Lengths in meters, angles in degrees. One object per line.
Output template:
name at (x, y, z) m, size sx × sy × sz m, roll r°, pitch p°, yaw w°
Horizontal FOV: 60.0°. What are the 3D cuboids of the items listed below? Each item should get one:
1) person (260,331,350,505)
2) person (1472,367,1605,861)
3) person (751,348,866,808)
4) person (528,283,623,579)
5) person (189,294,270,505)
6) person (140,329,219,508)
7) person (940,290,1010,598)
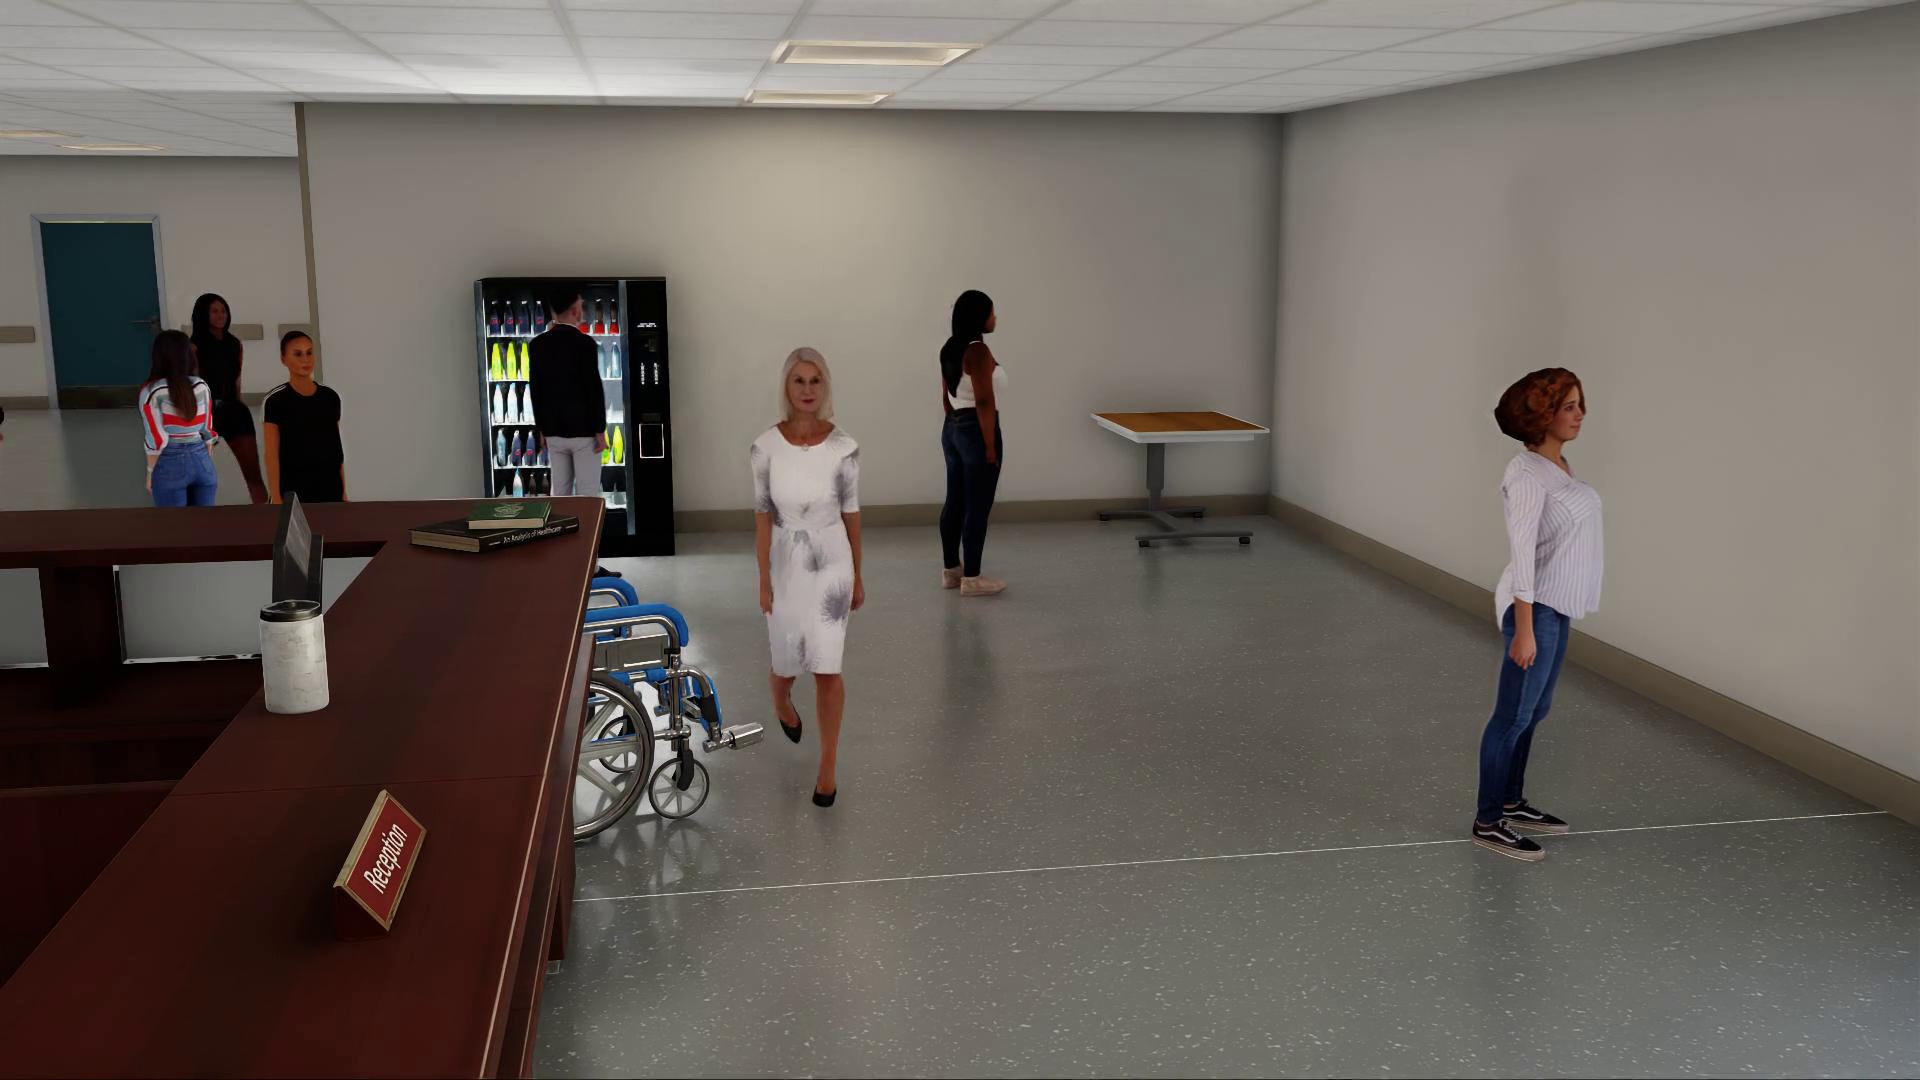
person at (-3.332, -0.232, 8.471) m, size 0.726 × 1.669 × 0.651 m, roll 9°, pitch 14°, yaw 39°
person at (2.031, 0.233, 5.909) m, size 0.805 × 1.711 × 0.744 m, roll 7°, pitch 13°, yaw 34°
person at (-0.599, 0.129, 6.399) m, size 0.839 × 1.733 × 0.659 m, roll -2°, pitch 11°, yaw -9°
person at (-2.387, -0.647, 10.191) m, size 0.692 × 1.844 × 0.800 m, roll 5°, pitch 12°, yaw 24°
person at (-5.030, -0.752, 11.150) m, size 1.159 × 1.693 × 1.102 m, roll 8°, pitch 13°, yaw 35°
person at (-4.442, -0.402, 9.512) m, size 0.718 × 1.615 × 0.660 m, roll 7°, pitch 13°, yaw 34°
person at (0.054, -0.585, 9.960) m, size 0.695 × 1.807 × 0.713 m, roll -5°, pitch 12°, yaw -26°
